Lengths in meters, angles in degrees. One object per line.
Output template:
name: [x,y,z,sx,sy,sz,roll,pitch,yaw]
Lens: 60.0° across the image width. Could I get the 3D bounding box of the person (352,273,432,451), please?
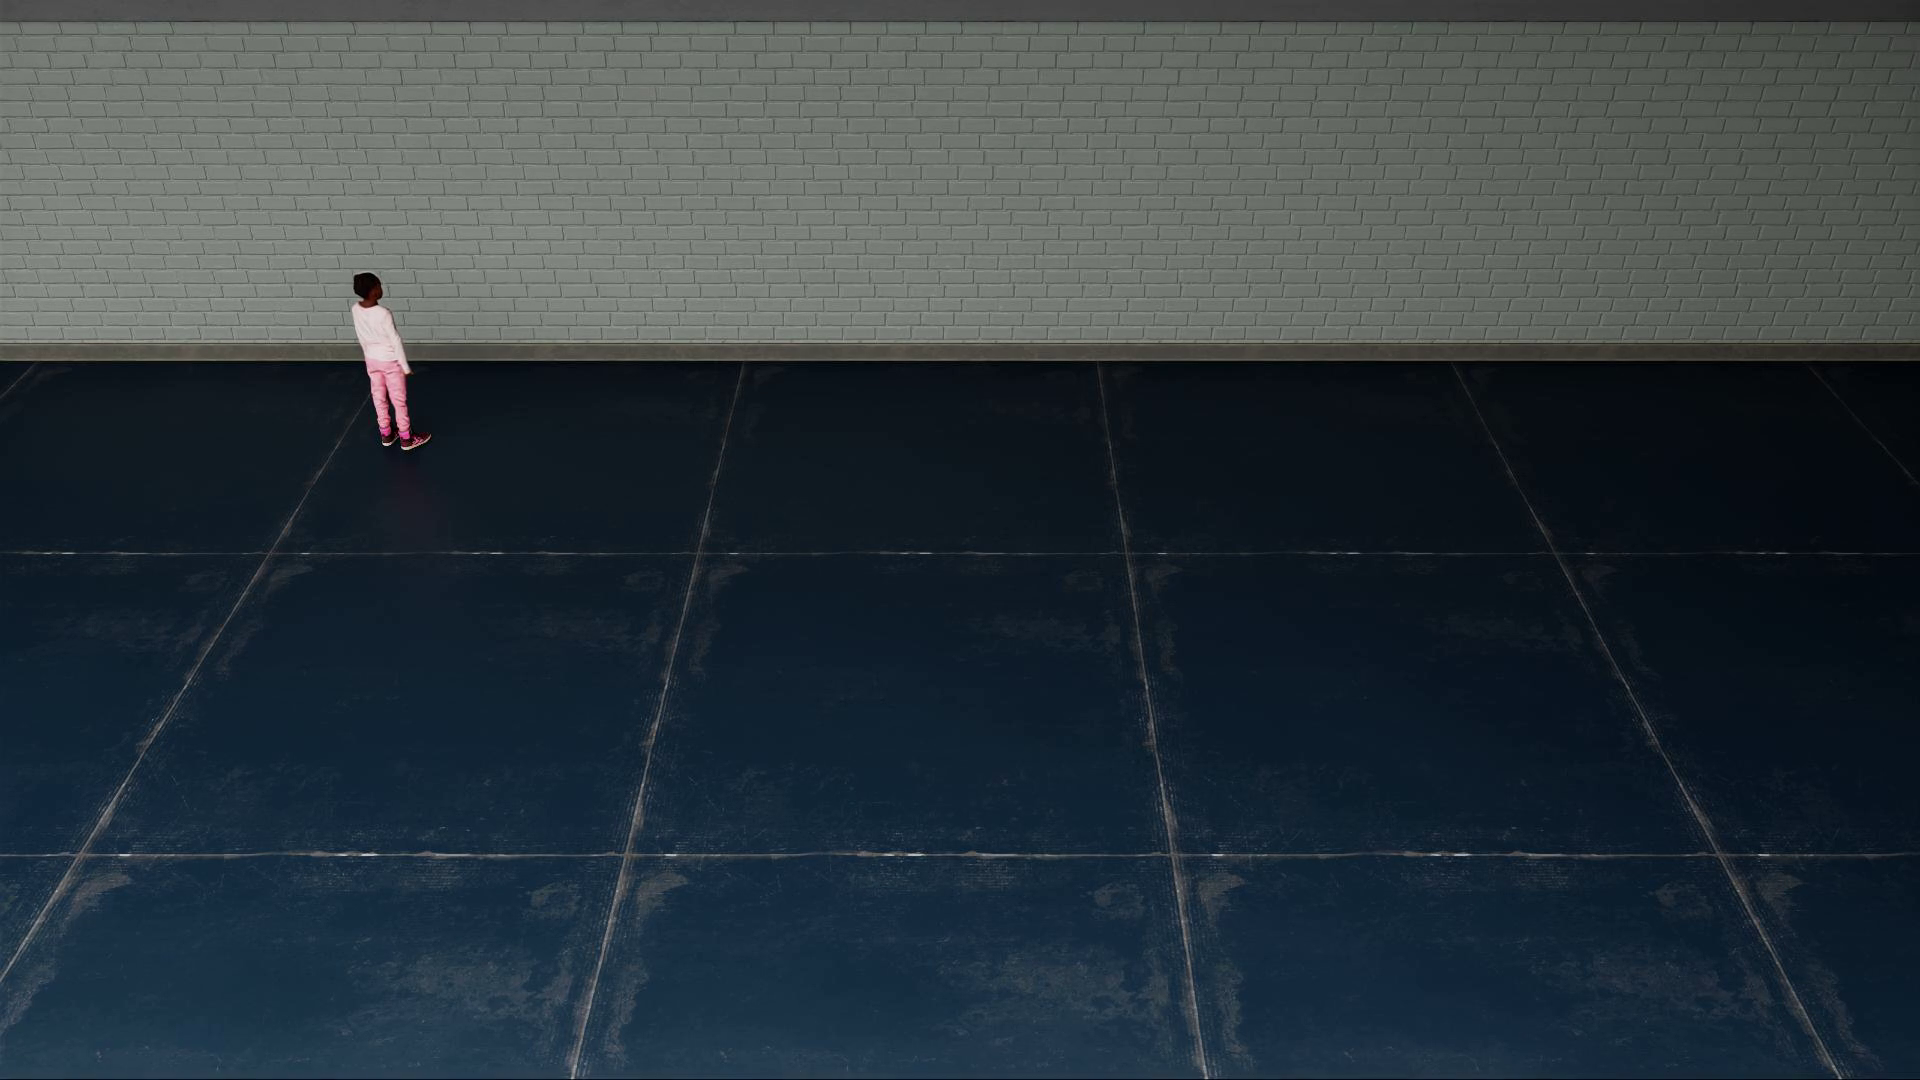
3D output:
person: [-4.348,-1.366,12.553,0.613,1.443,0.620,13,35,19]
